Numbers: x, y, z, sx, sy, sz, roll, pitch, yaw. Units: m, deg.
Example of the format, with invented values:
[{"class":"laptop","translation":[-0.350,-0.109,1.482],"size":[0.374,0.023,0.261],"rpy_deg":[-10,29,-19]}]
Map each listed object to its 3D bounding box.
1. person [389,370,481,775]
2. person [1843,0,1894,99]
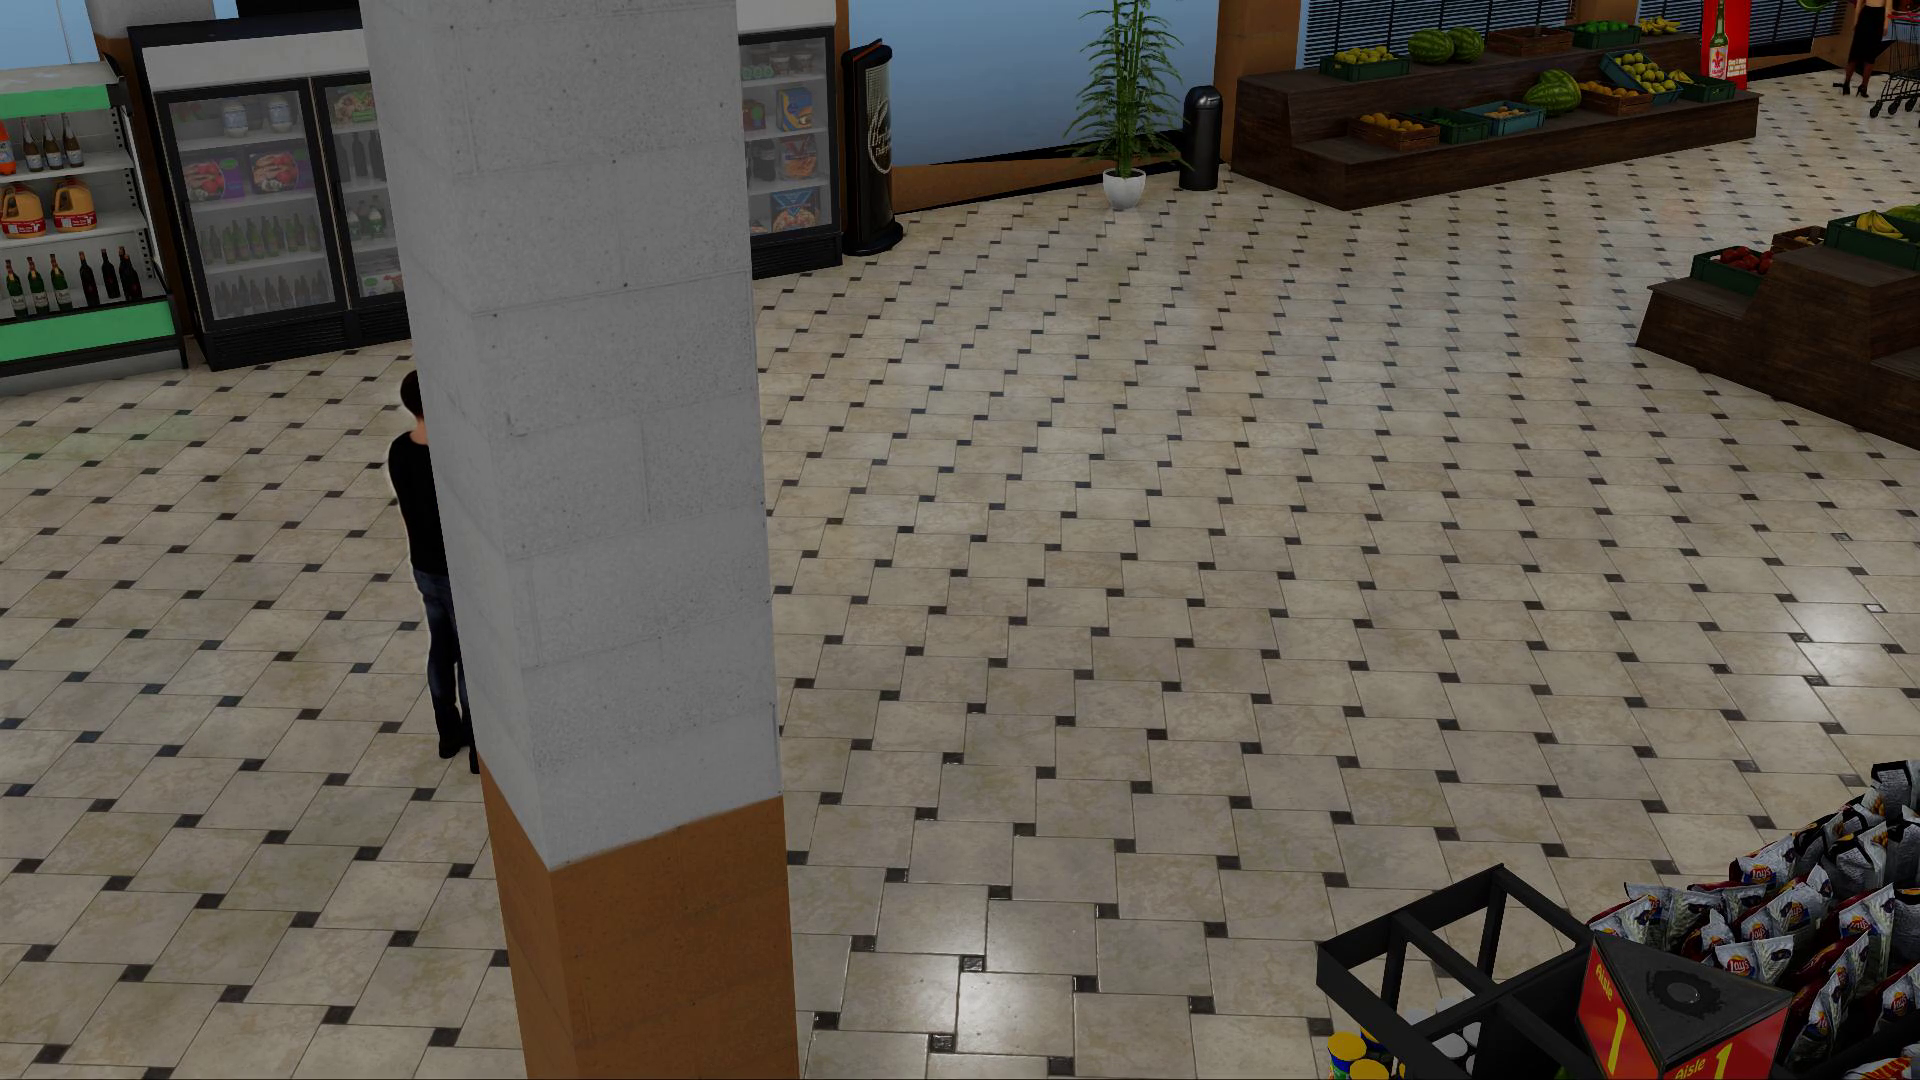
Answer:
[{"class":"person","translation":[-2.243,0.138,7.302],"size":[0.750,1.895,0.689],"rpy_deg":[20,33,34]},{"class":"person","translation":[10.967,-6.193,20.051],"size":[0.561,1.654,0.587],"rpy_deg":[-18,32,-31]}]
